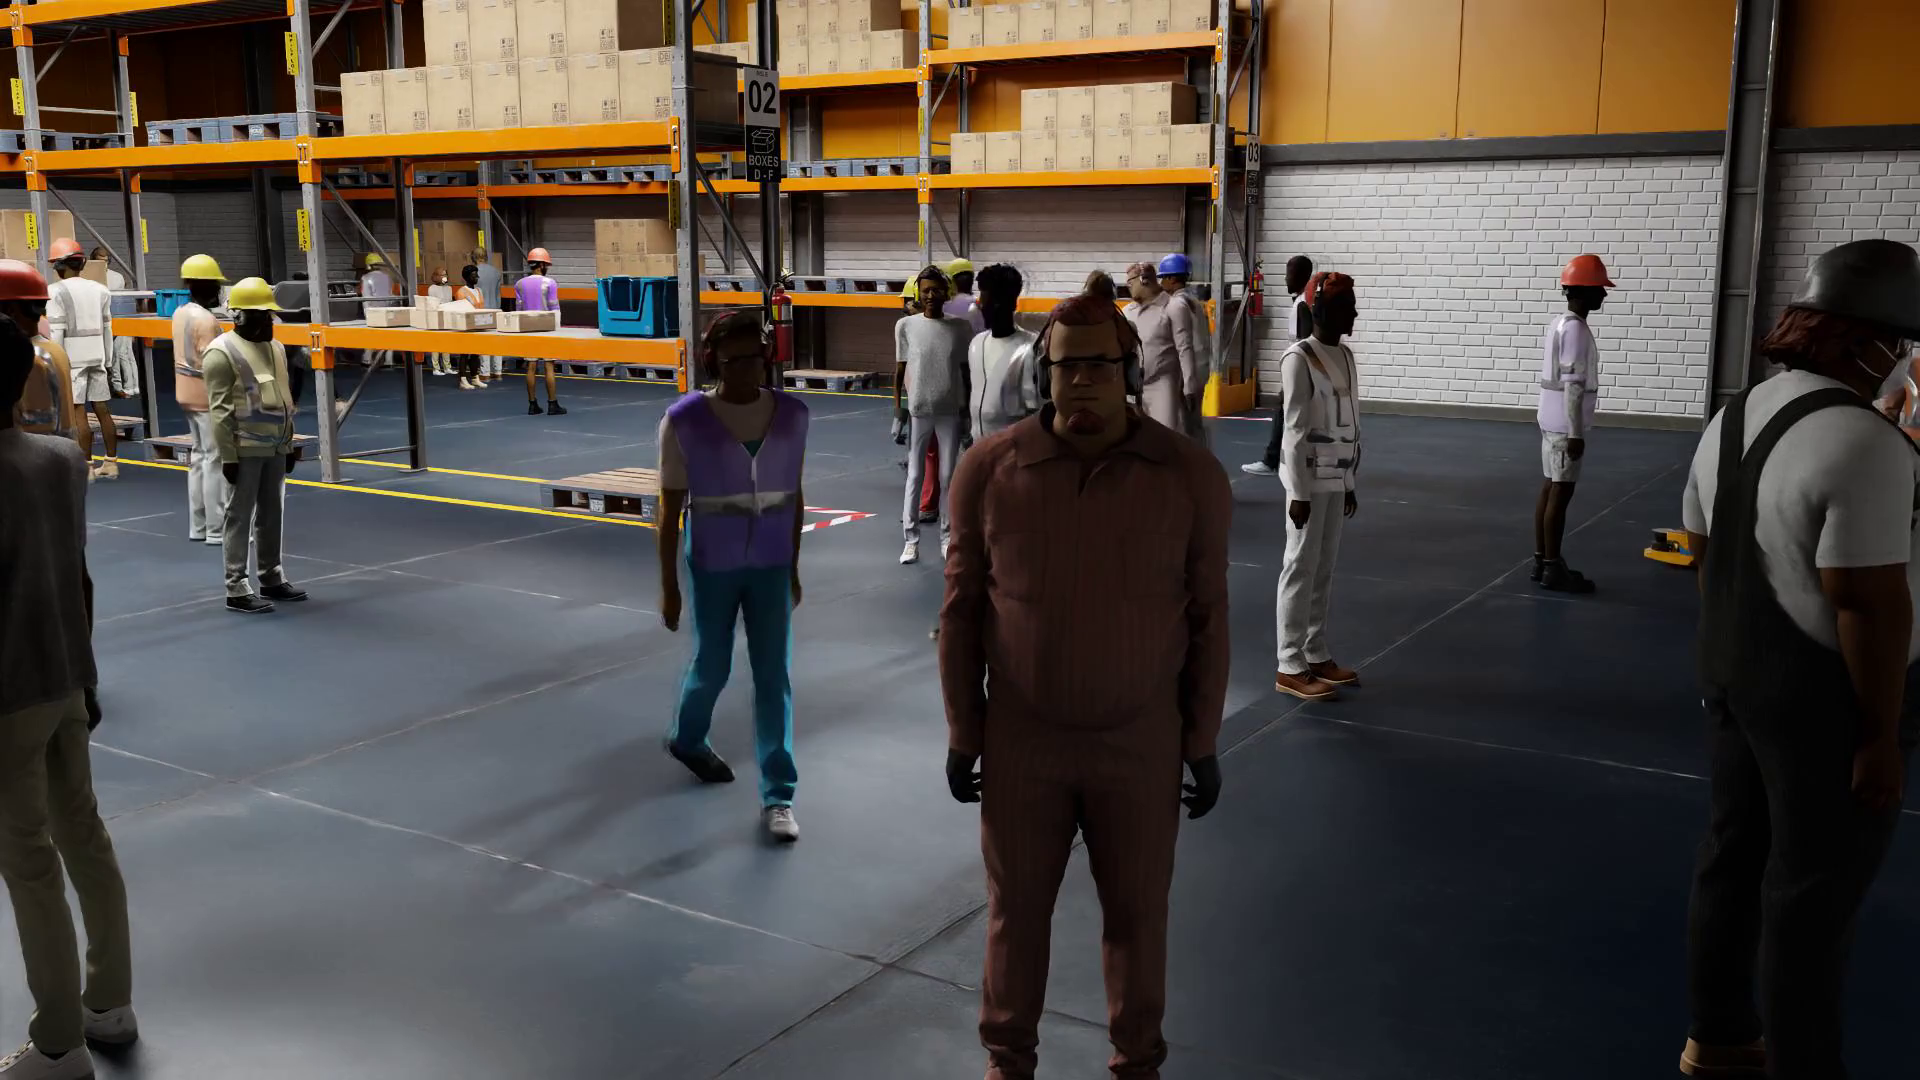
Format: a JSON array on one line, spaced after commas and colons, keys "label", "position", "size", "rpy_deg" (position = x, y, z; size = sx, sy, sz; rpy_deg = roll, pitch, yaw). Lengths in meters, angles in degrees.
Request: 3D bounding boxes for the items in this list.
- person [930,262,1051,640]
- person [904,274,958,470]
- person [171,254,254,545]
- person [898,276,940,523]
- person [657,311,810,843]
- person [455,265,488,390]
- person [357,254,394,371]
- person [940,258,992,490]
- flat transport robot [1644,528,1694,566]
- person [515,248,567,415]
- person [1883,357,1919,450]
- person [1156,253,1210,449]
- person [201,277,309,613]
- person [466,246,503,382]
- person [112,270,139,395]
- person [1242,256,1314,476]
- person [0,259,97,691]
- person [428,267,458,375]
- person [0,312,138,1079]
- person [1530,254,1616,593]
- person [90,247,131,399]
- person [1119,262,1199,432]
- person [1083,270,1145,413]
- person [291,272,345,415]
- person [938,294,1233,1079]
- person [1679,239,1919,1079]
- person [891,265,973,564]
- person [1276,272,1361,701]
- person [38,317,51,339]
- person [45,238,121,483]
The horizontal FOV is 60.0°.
[{"label": "person", "position": [0.286, -0.468, 8.591], "size": [1.005, 1.921, 0.608], "rpy_deg": [-10, 14, -43]}, {"label": "person", "position": [-0.180, -1.308, 13.676], "size": [0.400, 1.742, 0.544], "rpy_deg": [1, 10, 6]}, {"label": "person", "position": [-5.005, -0.920, 11.056], "size": [0.374, 1.922, 0.637], "rpy_deg": [-8, 13, -39]}, {"label": "person", "position": [-0.290, -1.004, 11.956], "size": [0.314, 1.769, 0.524], "rpy_deg": [1, 10, 7]}, {"label": "person", "position": [-0.813, 0.089, 5.849], "size": [0.572, 1.794, 0.907], "rpy_deg": [-6, 12, -29]}, {"label": "person", "position": [-6.647, -2.886, 22.610], "size": [0.322, 1.689, 0.537], "rpy_deg": [3, 11, 17]}, {"label": "person", "position": [-9.111, -3.530, 25.835], "size": [0.771, 1.802, 0.621], "rpy_deg": [7, 12, 33]}, {"label": "person", "position": [0.091, -1.369, 13.681], "size": [0.617, 1.861, 0.931], "rpy_deg": [8, 13, 37]}, {"label": "flat transport robot", "position": [4.983, 0.086, 10.056], "size": [0.652, 0.197, 1.431], "rpy_deg": [-8, 13, -38]}, {"label": "person", "position": [-4.856, -2.406, 19.274], "size": [0.542, 1.929, 0.374], "rpy_deg": [3, 11, 16]}, {"label": "person", "position": [5.358, -0.433, 9.157], "size": [0.540, 1.623, 0.372], "rpy_deg": [4, 11, 21]}, {"label": "person", "position": [1.754, -1.285, 13.095], "size": [0.540, 1.915, 0.630], "rpy_deg": [4, 11, 22]}, {"label": "person", "position": [-3.851, -0.517, 9.113], "size": [0.405, 1.823, 0.591], "rpy_deg": [2, 11, 13]}, {"label": "person", "position": [-6.813, -3.226, 23.800], "size": [0.372, 1.935, 0.629], "rpy_deg": [6, 12, 28]}, {"label": "person", "position": [-10.970, -2.702, 21.733], "size": [0.266, 1.631, 0.507], "rpy_deg": [-1, 10, -6]}, {"label": "person", "position": [2.848, -1.475, 14.259], "size": [0.897, 1.883, 0.615], "rpy_deg": [4, 11, 21]}, {"label": "person", "position": [-3.984, -0.227, 7.171], "size": [0.362, 1.939, 0.543], "rpy_deg": [-3, 11, -18]}, {"label": "person", "position": [-7.782, -3.285, 24.987], "size": [0.283, 1.625, 0.494], "rpy_deg": [4, 11, 21]}, {"label": "person", "position": [-2.242, 0.386, 3.962], "size": [0.327, 1.874, 0.517], "rpy_deg": [1, 10, 5]}, {"label": "person", "position": [3.551, -0.675, 9.654], "size": [0.376, 1.939, 0.547], "rpy_deg": [2, 10, 11]}, {"label": "person", "position": [-10.847, -2.736, 21.090], "size": [0.371, 1.934, 0.627], "rpy_deg": [7, 12, 35]}, {"label": "person", "position": [1.438, -1.113, 12.325], "size": [0.445, 1.867, 0.752], "rpy_deg": [-10, 14, -43]}, {"label": "person", "position": [0.976, -0.892, 11.174], "size": [0.516, 1.818, 0.780], "rpy_deg": [4, 11, 21]}, {"label": "person", "position": [-7.537, -2.257, 19.201], "size": [0.794, 1.661, 0.542], "rpy_deg": [-5, 11, -24]}, {"label": "person", "position": [0.270, 0.424, 3.654], "size": [0.641, 1.908, 0.407], "rpy_deg": [1, 10, 4]}, {"label": "person", "position": [1.961, 0.338, 3.760], "size": [0.535, 2.000, 0.674], "rpy_deg": [-1, 10, -4]}, {"label": "person", "position": [-0.163, -0.778, 10.420], "size": [0.535, 1.868, 0.309], "rpy_deg": [-1, 10, -5]}, {"label": "person", "position": [1.611, -0.242, 7.413], "size": [0.356, 1.883, 0.572], "rpy_deg": [7, 12, 34]}, {"label": "person", "position": [-7.329, -1.183, 12.948], "size": [0.316, 1.767, 0.535], "rpy_deg": [10, 14, 44]}, {"label": "person", "position": [-7.369, -1.492, 13.896], "size": [0.395, 2.038, 0.615], "rpy_deg": [4, 11, 21]}]
